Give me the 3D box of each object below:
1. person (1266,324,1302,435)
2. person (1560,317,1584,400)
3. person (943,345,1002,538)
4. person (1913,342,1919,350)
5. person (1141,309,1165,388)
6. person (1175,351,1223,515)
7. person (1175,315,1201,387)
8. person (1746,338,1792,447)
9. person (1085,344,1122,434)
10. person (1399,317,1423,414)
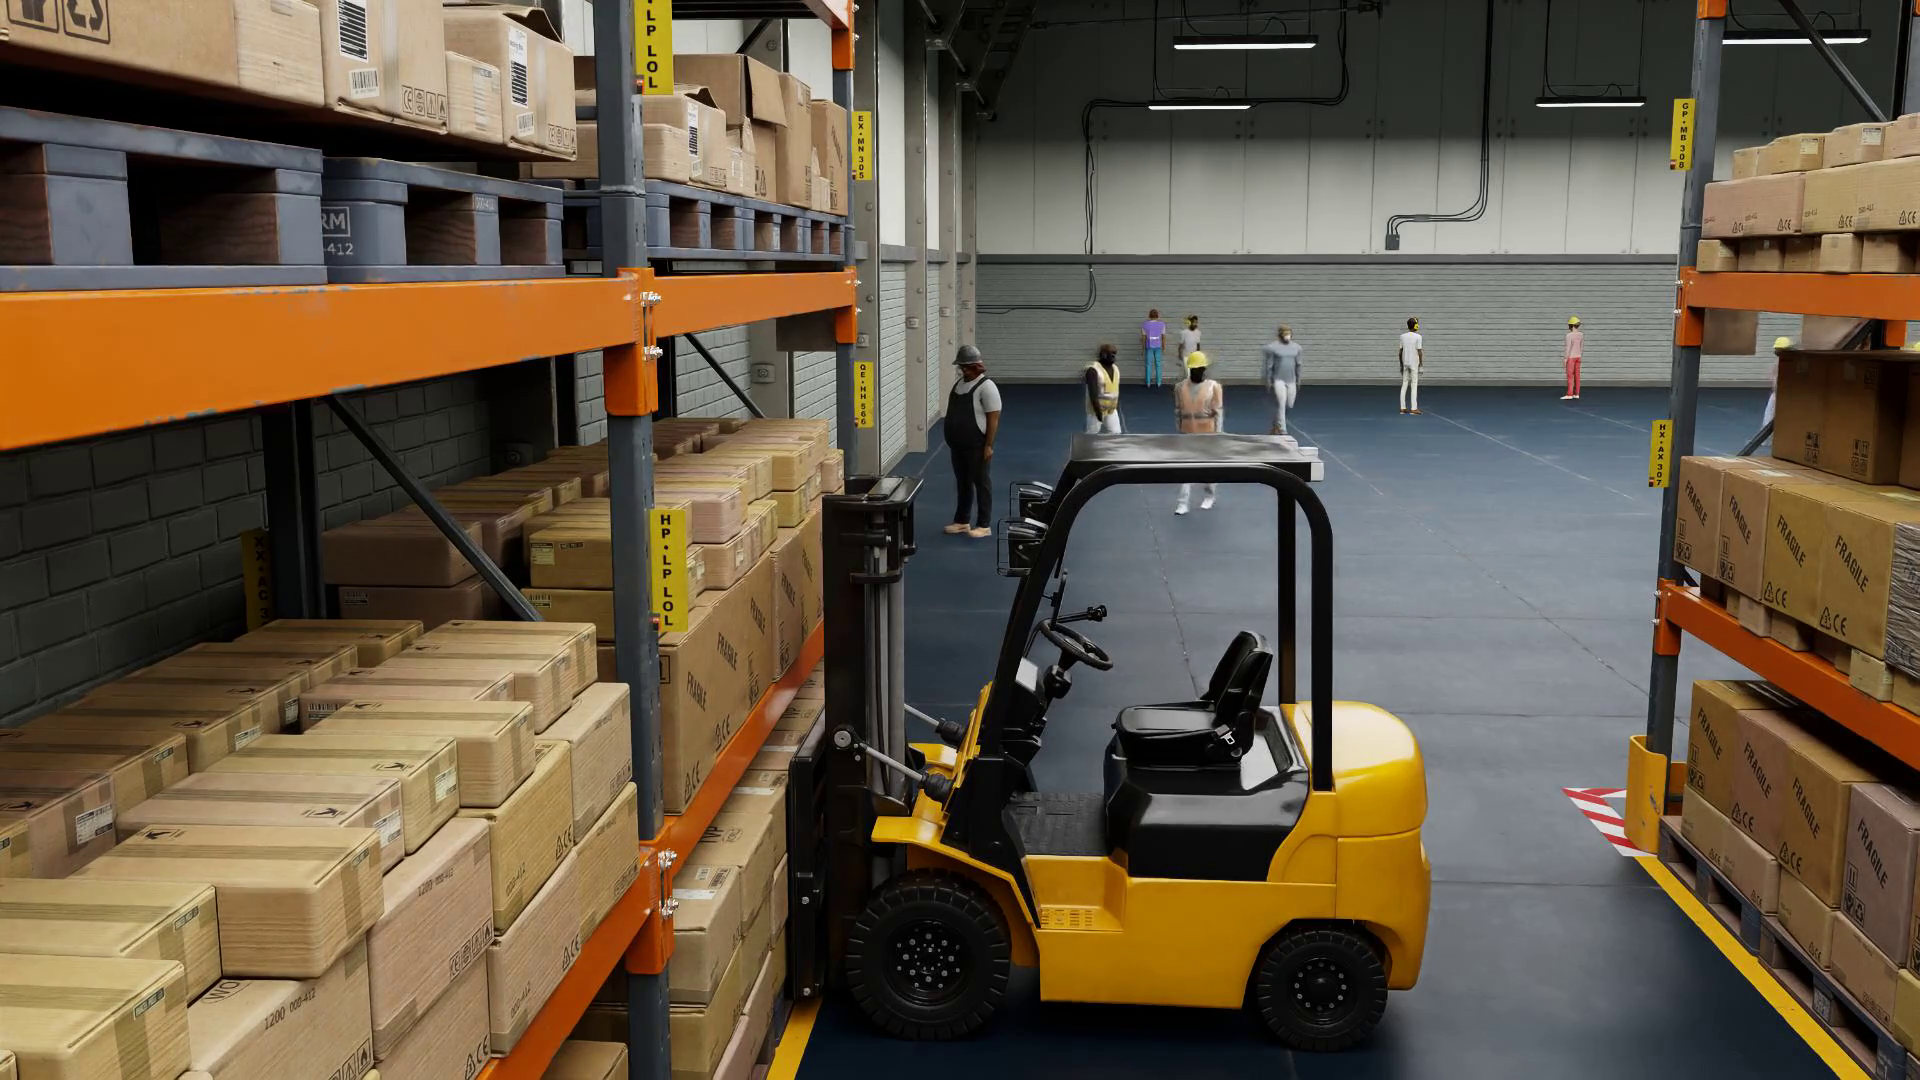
[{"bbox_3d":[5.327,-2.621,27.512,0.633,1.918,0.779,-2,10,-14],"label":"person"},{"bbox_3d":[13.114,-3.886,35.620,0.525,1.769,0.316,-6,11,-33],"label":"person"},{"bbox_3d":[0.091,-1.047,17.588,0.536,2.000,0.682,-7,12,-37],"label":"person"},{"bbox_3d":[13.482,-1.903,23.431,0.621,1.817,0.422,-5,10,-26],"label":"person"},{"bbox_3d":[4.542,-4.500,39.100,0.565,1.846,0.390,-1,9,-5],"label":"person"},{"bbox_3d":[2.775,-1.254,19.343,0.603,1.882,0.979,5,10,26],"label":"person"},{"bbox_3d":[4.892,-3.943,35.825,0.529,1.828,0.752,-5,11,-27],"label":"person"},{"bbox_3d":[12.884,-2.315,26.207,0.533,1.749,0.611,-7,11,-35],"label":"person"},{"bbox_3d":[1.990,-1.728,22.426,0.654,1.811,0.804,-8,12,-41],"label":"person"},{"bbox_3d":[8.727,-3.364,32.143,0.328,1.872,0.513,-9,13,-42],"label":"person"}]
